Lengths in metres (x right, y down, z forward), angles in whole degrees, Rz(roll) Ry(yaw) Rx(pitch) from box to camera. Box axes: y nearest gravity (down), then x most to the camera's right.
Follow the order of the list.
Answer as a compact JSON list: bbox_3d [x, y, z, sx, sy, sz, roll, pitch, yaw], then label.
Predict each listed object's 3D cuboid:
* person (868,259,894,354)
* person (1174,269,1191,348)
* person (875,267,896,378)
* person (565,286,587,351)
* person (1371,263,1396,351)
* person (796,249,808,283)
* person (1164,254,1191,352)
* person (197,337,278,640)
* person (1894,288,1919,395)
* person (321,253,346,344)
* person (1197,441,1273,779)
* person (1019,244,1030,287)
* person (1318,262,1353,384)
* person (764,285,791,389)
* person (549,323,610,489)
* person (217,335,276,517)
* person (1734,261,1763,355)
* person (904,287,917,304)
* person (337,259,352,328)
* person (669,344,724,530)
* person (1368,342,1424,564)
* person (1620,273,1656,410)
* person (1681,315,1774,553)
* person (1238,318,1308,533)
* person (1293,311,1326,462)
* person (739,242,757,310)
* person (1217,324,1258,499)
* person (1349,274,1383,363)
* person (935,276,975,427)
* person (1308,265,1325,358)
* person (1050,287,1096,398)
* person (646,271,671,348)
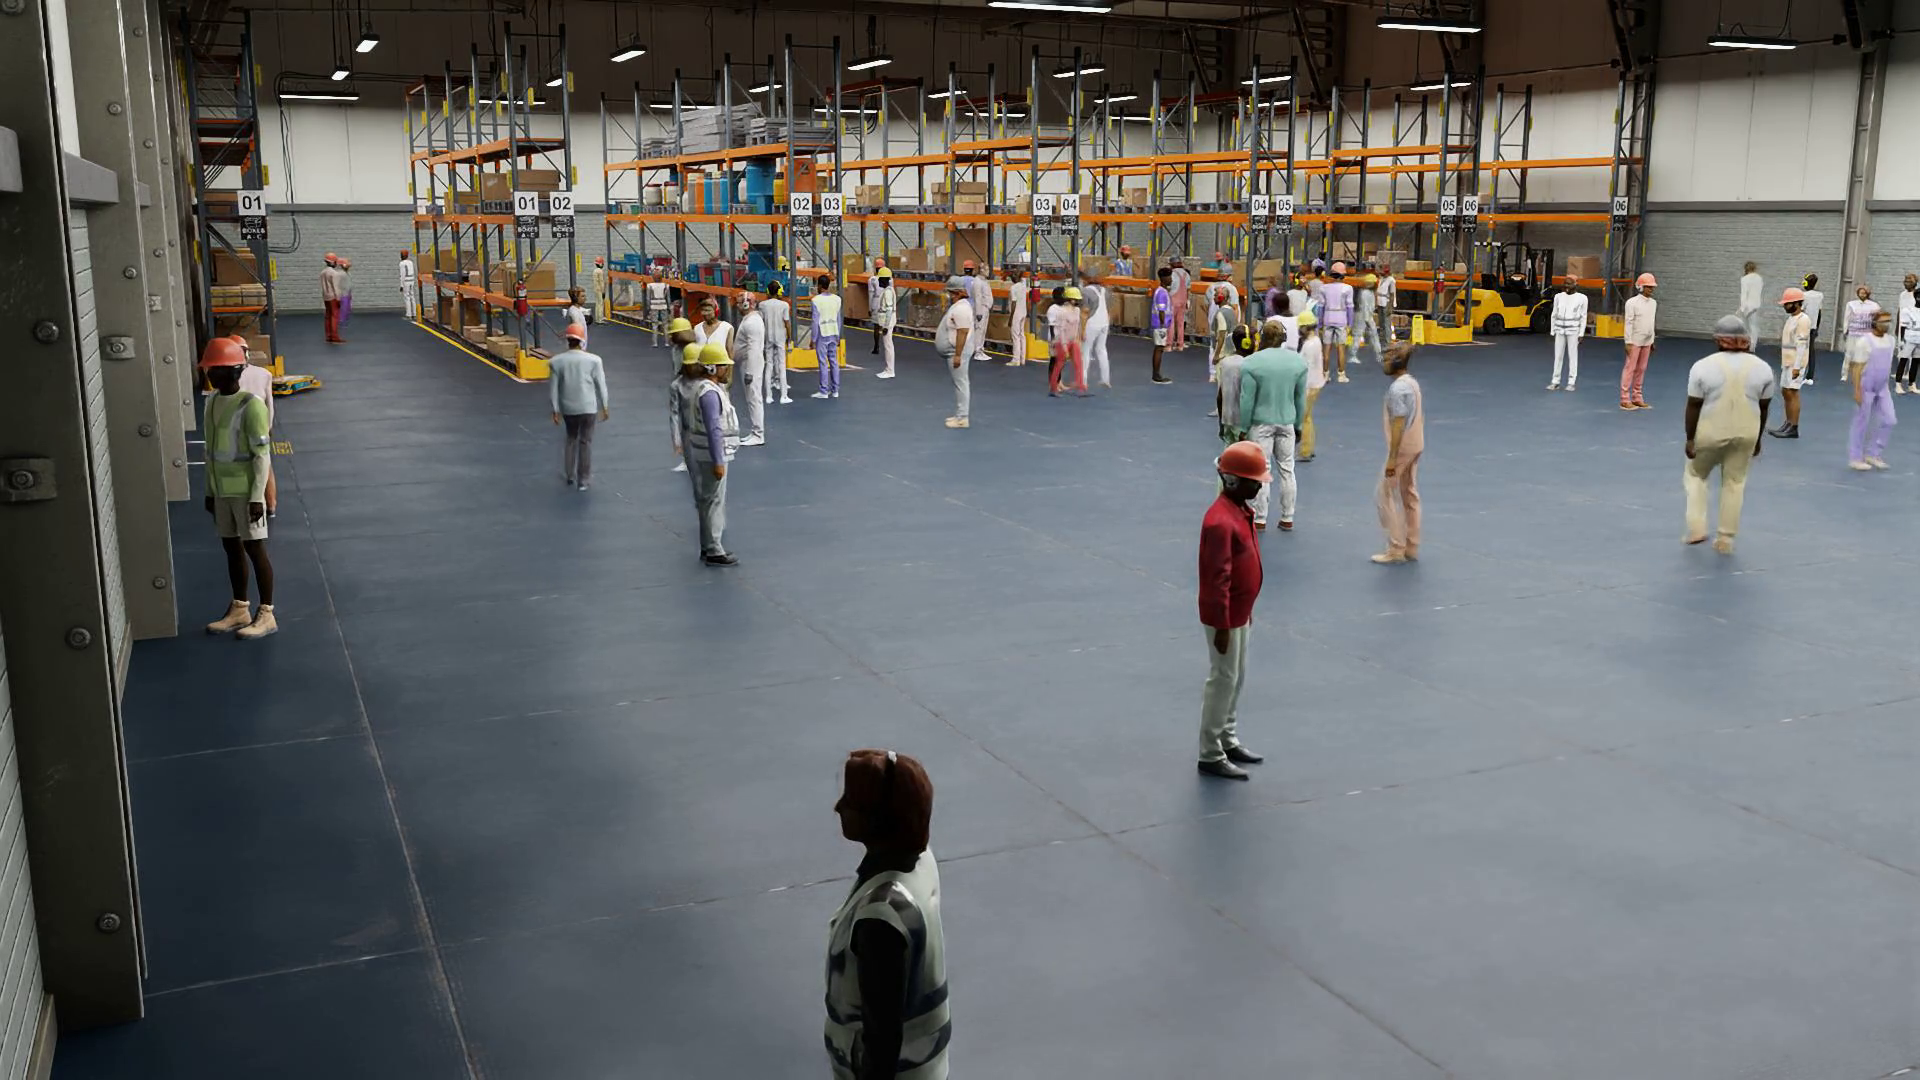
[{"bbox_3d":[-1.622,-4.764,34.007,0.545,1.939,0.354,-3,12,-17],"label":"person"},{"bbox_3d":[4.754,-4.932,35.505,0.320,1.685,0.539,-1,11,-7],"label":"person"},{"bbox_3d":[-1.296,-3.802,29.139,0.363,1.928,0.587,-1,11,-5],"label":"person"},{"bbox_3d":[-5.419,-2.676,23.626,0.332,1.844,0.517,-3,12,-16],"label":"person"},{"bbox_3d":[8.852,-4.828,34.583,0.389,1.837,0.563,-2,11,-11],"label":"person"},{"bbox_3d":[-5.067,-8.282,52.385,0.577,1.737,0.354,-2,11,-9],"label":"person"},{"bbox_3d":[4.458,-4.955,34.714,0.685,2.000,0.535,-9,14,-38],"label":"person"},{"bbox_3d":[-4.922,-0.348,11.285,0.608,2.047,0.365,7,13,31],"label":"person"},{"bbox_3d":[15.179,-3.160,26.459,0.536,1.699,0.322,-2,11,-8],"label":"person"},{"bbox_3d":[-13.851,-5.326,36.743,0.619,1.985,0.405,10,15,41],"label":"person"},{"bbox_3d":[1.405,0.352,8.506,0.354,1.738,0.578,4,12,21],"label":"person"},{"bbox_3d":[2.223,-8.833,54.824,0.574,1.882,0.358,3,11,13],"label":"person"},{"bbox_3d":[6.372,-3.675,28.200,0.605,2.045,0.386,7,13,31],"label":"person"},{"bbox_3d":[-3.018,-3.360,27.387,0.311,1.735,0.484,-10,15,-42],"label":"person"},{"bbox_3d":[-3.976,-1.405,17.447,0.568,1.735,0.460,1,11,6],"label":"person"},{"bbox_3d":[-6.719,-1.052,15.632,0.339,1.742,0.560,8,13,34],"label":"person"},{"bbox_3d":[15.861,-4.666,33.564,0.649,1.910,0.703,-6,13,-28],"label":"person"},{"bbox_3d":[-1.403,-7.464,48.554,0.522,1.602,0.746,0,11,0],"label":"person"},{"bbox_3d":[-15.503,-6.209,41.926,0.368,1.709,0.612,-1,11,-5],"label":"person"},{"bbox_3d":[-2.351,-0.896,14.907,0.503,1.707,0.777,0,11,1],"label":"person"},{"bbox_3d":[3.614,-0.703,13.682,0.429,1.827,0.534,6,13,27],"label":"person"},{"bbox_3d":[9.987,-2.906,24.413,0.610,1.996,0.378,-6,13,-29],"label":"person"},{"bbox_3d":[6.498,-0.909,14.148,0.694,2.000,0.535,2,11,9],"label":"person"},{"bbox_3d":[2.810,-1.024,15.003,0.629,1.937,0.379,-2,11,-8],"label":"person"},{"bbox_3d":[4.033,-1.773,19.280,0.388,1.745,0.557,5,12,23],"label":"person"},{"bbox_3d":[-6.302,-7.852,49.474,0.614,2.031,0.409,3,11,14],"label":"person"},{"bbox_3d":[2.559,-1.044,15.287,0.313,1.864,0.530,-6,12,-26],"label":"person"},{"bbox_3d":[7.869,-4.220,31.856,0.864,1.702,0.498,9,14,37],"label":"person"},{"bbox_3d":[-0.068,-2.542,22.450,0.535,2.000,0.684,1,11,4],"label":"person"},{"bbox_3d":[7.089,-4.507,32.920,0.408,1.848,0.564,-5,12,-23],"label":"person"},{"bbox_3d":[1.738,-3.054,25.841,0.862,1.716,0.533,9,15,40],"label":"person"},{"bbox_3d":[-6.462,-4.947,35.695,0.523,1.638,0.311,-3,12,-17],"label":"person"}]
